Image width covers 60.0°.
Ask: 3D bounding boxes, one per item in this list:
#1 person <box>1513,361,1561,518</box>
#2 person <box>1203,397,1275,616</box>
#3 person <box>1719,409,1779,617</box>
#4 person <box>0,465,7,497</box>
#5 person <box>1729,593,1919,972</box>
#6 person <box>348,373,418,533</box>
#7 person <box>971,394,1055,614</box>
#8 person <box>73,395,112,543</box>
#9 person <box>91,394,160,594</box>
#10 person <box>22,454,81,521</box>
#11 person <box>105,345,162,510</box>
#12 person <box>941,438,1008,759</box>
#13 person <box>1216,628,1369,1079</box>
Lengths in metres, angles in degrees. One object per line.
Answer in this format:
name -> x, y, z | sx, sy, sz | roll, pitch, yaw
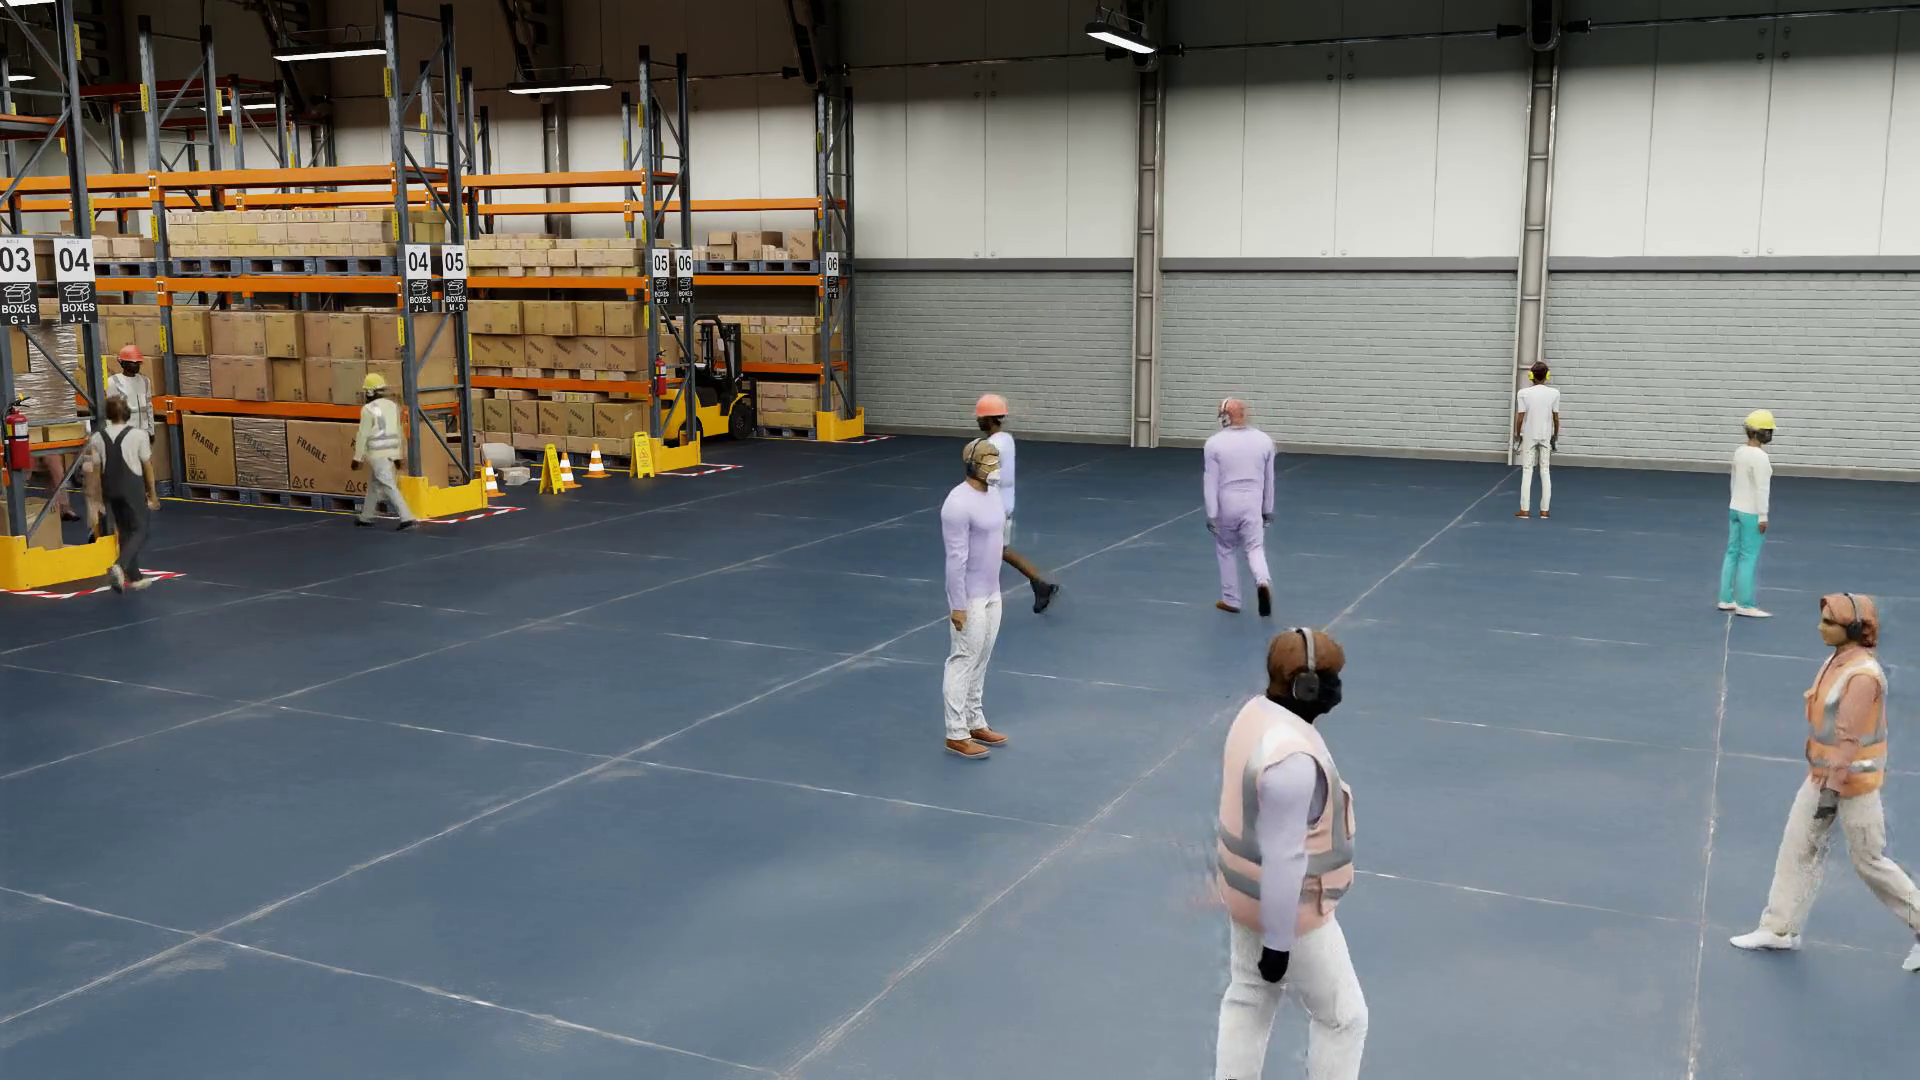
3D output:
person -> 6.816, -1.181, 19.697 | 0.549, 1.868, 0.325 | 1, 9, 6
person -> 2.375, -0.262, 14.056 | 0.643, 1.872, 0.763 | -2, 9, -11
person -> 6.752, -0.230, 14.172 | 0.330, 1.765, 0.533 | 0, 9, 0
person -> -10.709, -0.890, 18.370 | 0.480, 1.713, 0.520 | 8, 12, 42
person -> 3.793, 1.014, 7.025 | 0.814, 1.607, 0.522 | 2, 9, 10
person -> -6.492, -0.973, 18.656 | 0.925, 1.790, 0.593 | 2, 9, 11
person -> 0.355, -0.277, 14.003 | 0.802, 1.919, 0.550 | 4, 10, 25
person -> -9.158, -0.746, 17.748 | 0.537, 1.615, 0.397 | -5, 11, -28
person -> -7.561, -0.399, 15.025 | 0.525, 1.831, 0.723 | 0, 9, 1
person -> -10.827, -1.136, 19.457 | 0.977, 1.865, 0.645 | 5, 10, 27
person -> -10.006, -1.340, 20.159 | 0.403, 2.035, 0.606 | 4, 10, 25
person -> 0.094, 0.342, 10.125 | 0.352, 1.937, 0.635 | 4, 10, 24
person -> 1.148, 1.173, 5.390 | 0.701, 1.815, 0.629 | -1, 9, -5
